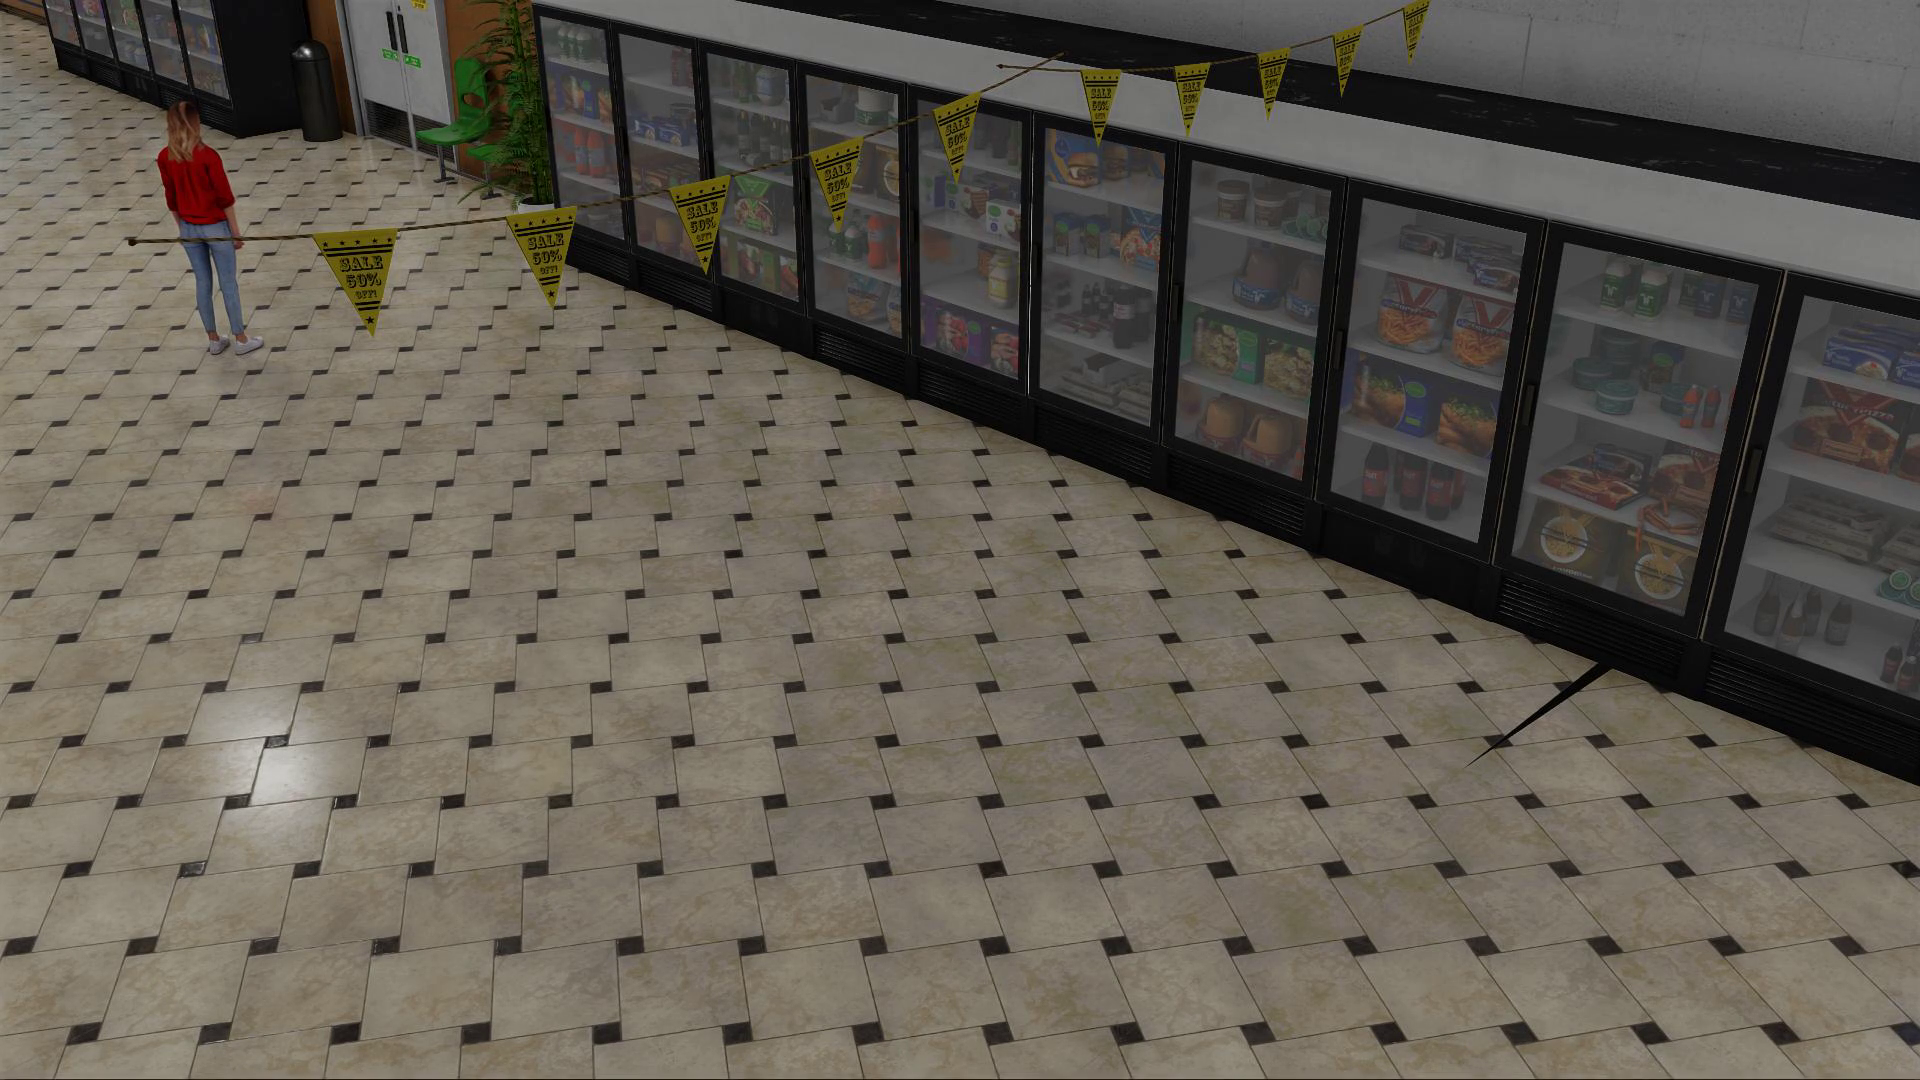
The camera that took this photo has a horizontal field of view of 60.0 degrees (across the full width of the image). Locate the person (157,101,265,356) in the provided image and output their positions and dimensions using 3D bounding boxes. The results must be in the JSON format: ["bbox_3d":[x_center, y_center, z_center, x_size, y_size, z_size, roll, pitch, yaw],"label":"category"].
[{"bbox_3d":[-5.055,-2.076,11.144,0.683,1.704,0.713,3,27,6],"label":"person"}]
